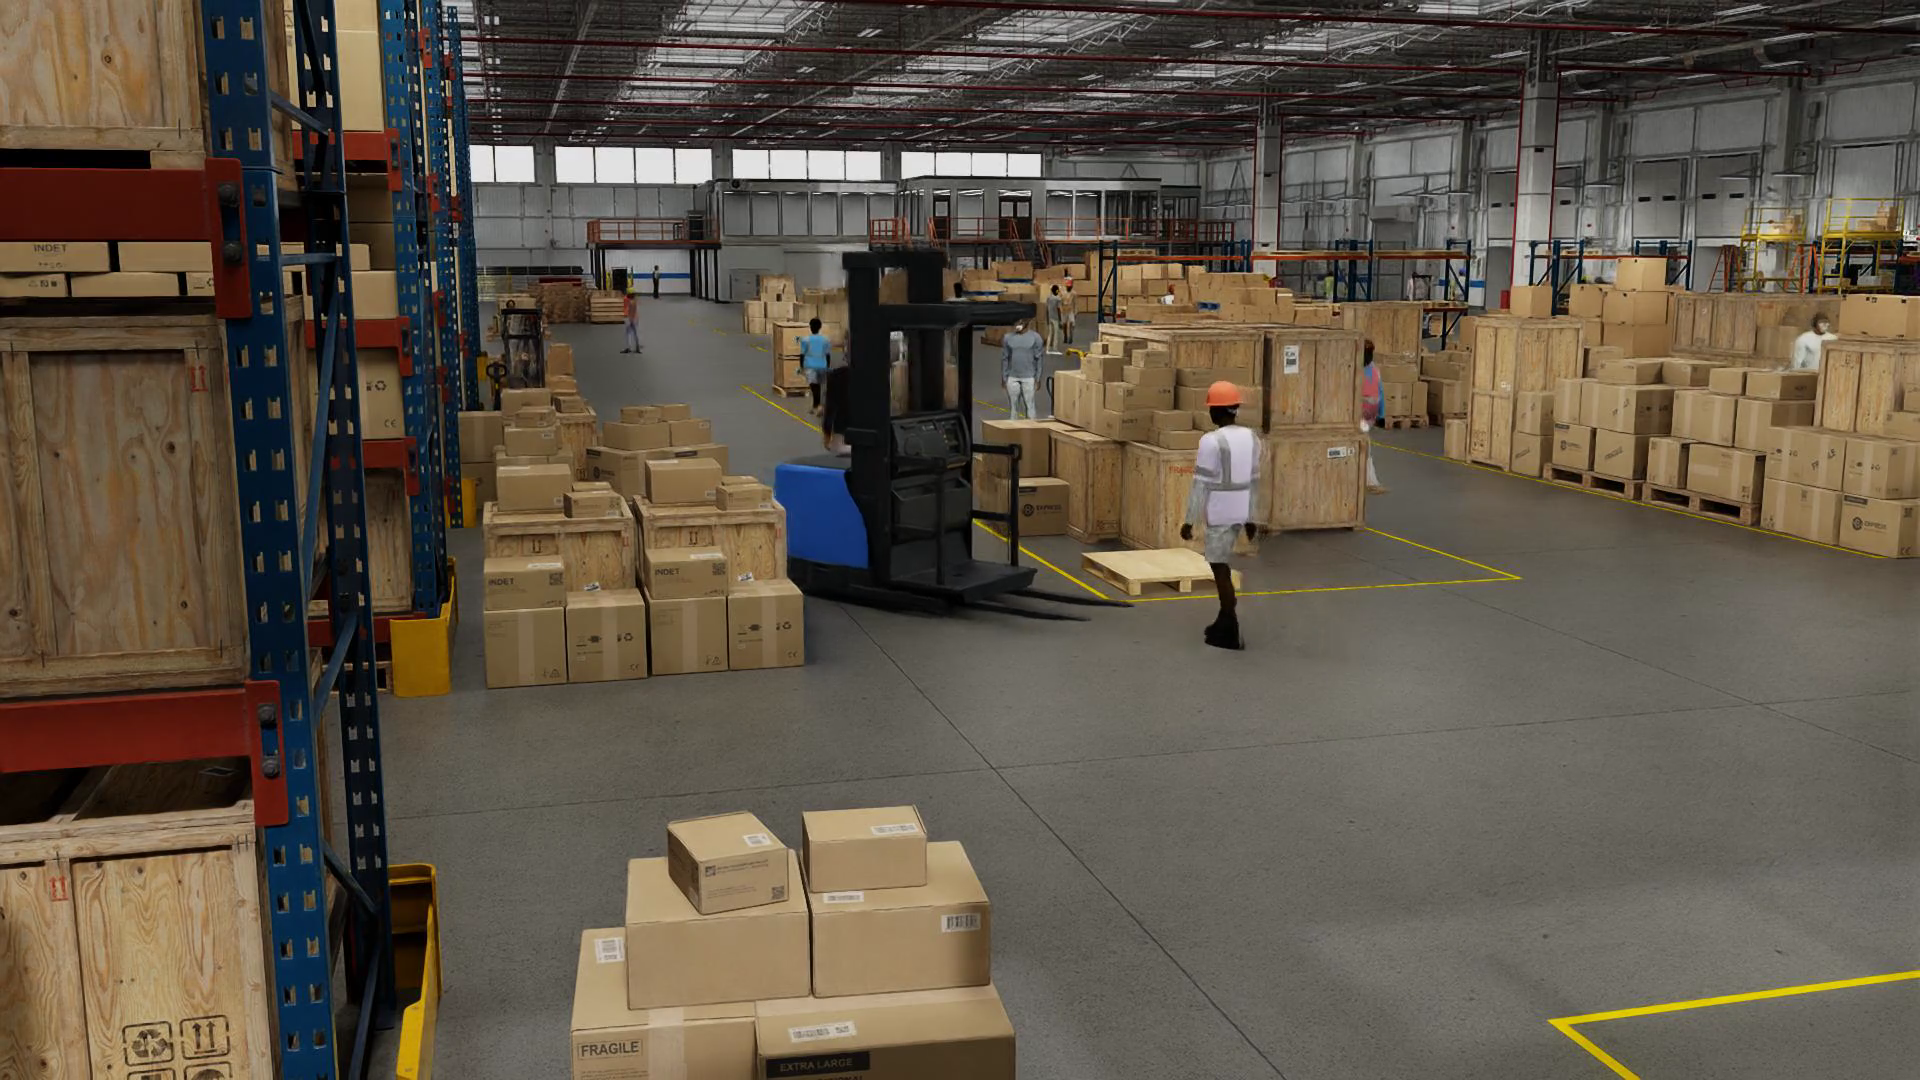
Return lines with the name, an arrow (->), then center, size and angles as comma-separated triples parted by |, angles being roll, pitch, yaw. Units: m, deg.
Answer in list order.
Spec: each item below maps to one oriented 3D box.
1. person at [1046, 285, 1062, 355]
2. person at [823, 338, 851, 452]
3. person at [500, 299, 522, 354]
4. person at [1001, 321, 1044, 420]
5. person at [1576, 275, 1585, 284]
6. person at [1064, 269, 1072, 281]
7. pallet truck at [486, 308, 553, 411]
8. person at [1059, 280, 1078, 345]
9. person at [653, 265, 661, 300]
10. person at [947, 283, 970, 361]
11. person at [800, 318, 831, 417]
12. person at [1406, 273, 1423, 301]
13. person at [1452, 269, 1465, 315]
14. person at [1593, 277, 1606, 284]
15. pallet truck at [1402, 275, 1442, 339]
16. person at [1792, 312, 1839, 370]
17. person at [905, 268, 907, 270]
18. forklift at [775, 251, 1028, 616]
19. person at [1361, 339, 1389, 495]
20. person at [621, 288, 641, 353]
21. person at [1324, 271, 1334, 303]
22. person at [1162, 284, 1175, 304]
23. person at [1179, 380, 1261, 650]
person -> 2.492, -5.830, 44.096 | 0.319, 1.857, 0.528 | -9, 14, -42
person -> -1.052, -1.100, 16.946 | 0.659, 1.976, 0.447 | -5, 11, -27
person -> -10.485, -4.802, 38.887 | 0.522, 1.637, 0.306 | -6, 12, -31
person -> 0.890, -2.339, 24.081 | 0.636, 1.938, 0.354 | 4, 11, 21
person -> 21.311, -8.143, 57.080 | 0.628, 1.888, 0.765 | -7, 12, -33
person -> 4.373, -10.300, 69.220 | 0.590, 1.918, 0.391 | 0, 10, -2
pallet truck -> -6.242, -2.418, 24.362 | 0.823, 1.965, 1.885 | 1, 10, 3
person -> 3.193, -6.728, 49.084 | 0.556, 1.900, 0.974 | 1, 10, 6
person -> -16.440, -13.933, 90.012 | 0.351, 1.842, 0.507 | -8, 13, -37
person -> -0.056, -5.482, 41.806 | 0.603, 1.966, 0.368 | 2, 10, 10
person -> -2.437, -2.931, 28.219 | 0.533, 1.662, 0.824 | -5, 11, -25
person -> 18.648, -10.064, 68.285 | 0.645, 1.784, 0.995 | 3, 11, 18
person -> 20.904, -10.358, 69.579 | 0.647, 1.901, 0.935 | 1, 10, 3
person -> 18.834, -6.757, 48.811 | 0.570, 2.000, 0.830 | -1, 10, -8
pallet truck -> 14.620, -7.324, 52.145 | 0.823, 1.965, 1.885 | 8, 13, 40
person -> 12.434, -2.332, 24.115 | 0.630, 1.923, 0.514 | -1, 10, -7
person -> -2.145, -10.848, 72.213 | 0.893, 1.968, 0.623 | -8, 13, -38
forklift -> -0.527, -0.944, 13.517 | 1.873, 2.768, 1.129 | 7, 12, 36
person -> 4.701, -1.463, 19.542 | 0.641, 1.798, 0.950 | -7, 12, -36
person -> -8.897, -5.898, 44.768 | 0.666, 1.739, 0.541 | 2, 10, 10
person -> 15.966, -10.696, 71.744 | 0.628, 1.826, 0.564 | 10, 14, 44
person -> 5.542, -5.731, 43.448 | 0.581, 1.882, 0.351 | 6, 12, 31
person -> 1.856, -0.182, 11.946 | 0.558, 1.917, 0.607 | -9, 14, -42
